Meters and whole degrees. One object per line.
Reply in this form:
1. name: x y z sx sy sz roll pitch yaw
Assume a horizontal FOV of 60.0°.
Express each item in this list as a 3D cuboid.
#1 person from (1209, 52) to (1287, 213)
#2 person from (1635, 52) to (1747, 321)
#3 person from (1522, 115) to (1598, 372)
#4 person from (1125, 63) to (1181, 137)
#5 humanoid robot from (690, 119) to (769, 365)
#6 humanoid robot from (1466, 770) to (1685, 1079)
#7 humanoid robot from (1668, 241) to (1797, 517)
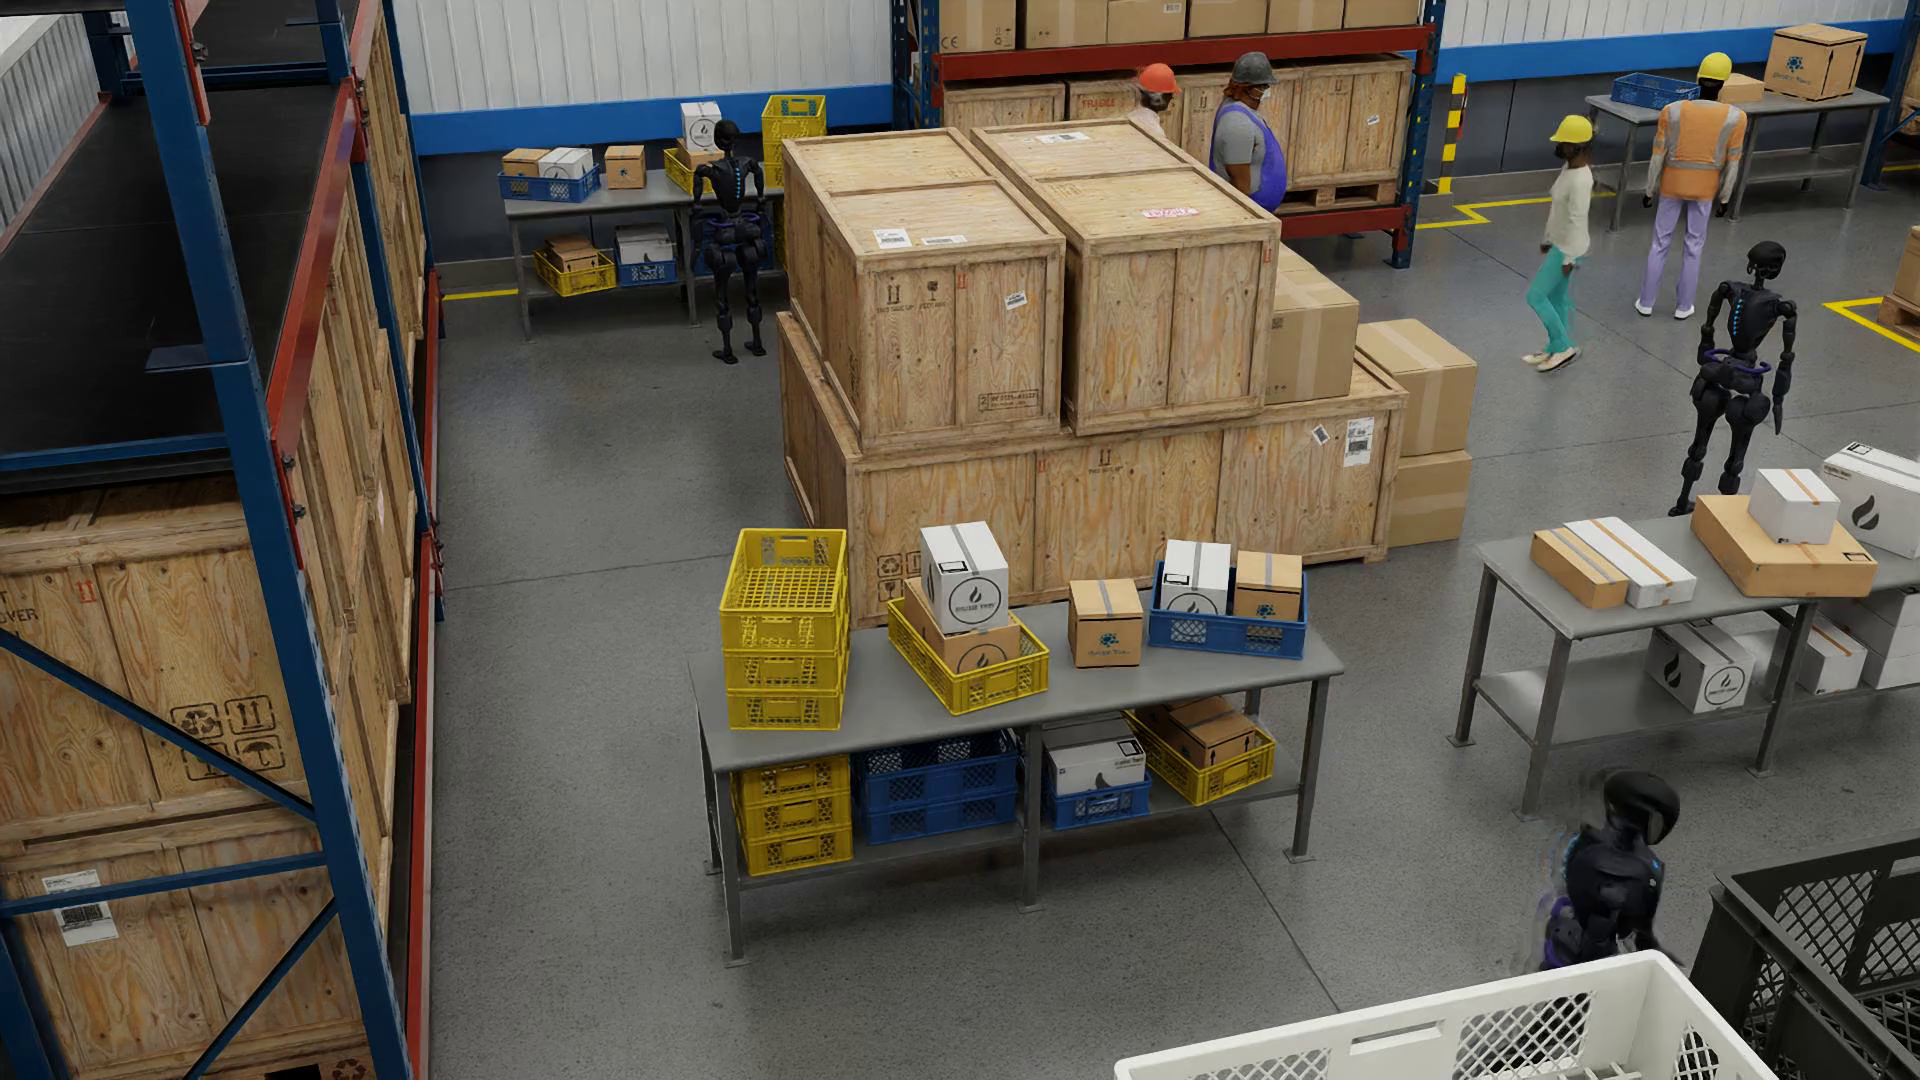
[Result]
1. person: 1.992 -2.374 11.590 0.540 2.000 0.687 2 29 3
2. person: 5.255 -2.535 11.999 0.593 1.925 0.366 11 31 19
3. person: 4.020 -1.963 11.134 0.386 1.756 0.527 6 29 11
4. person: 1.244 -2.360 11.660 0.976 1.942 0.587 -3 29 -6
5. humanoid robot: -1.565 -2.041 11.361 0.582 1.655 0.327 -19 34 -30
6. humanoid robot: 1.946 1.361 5.248 0.749 1.652 0.593 12 31 20
7. humanoid robot: 4.294 -0.852 9.188 0.329 1.657 0.587 -18 33 -29
